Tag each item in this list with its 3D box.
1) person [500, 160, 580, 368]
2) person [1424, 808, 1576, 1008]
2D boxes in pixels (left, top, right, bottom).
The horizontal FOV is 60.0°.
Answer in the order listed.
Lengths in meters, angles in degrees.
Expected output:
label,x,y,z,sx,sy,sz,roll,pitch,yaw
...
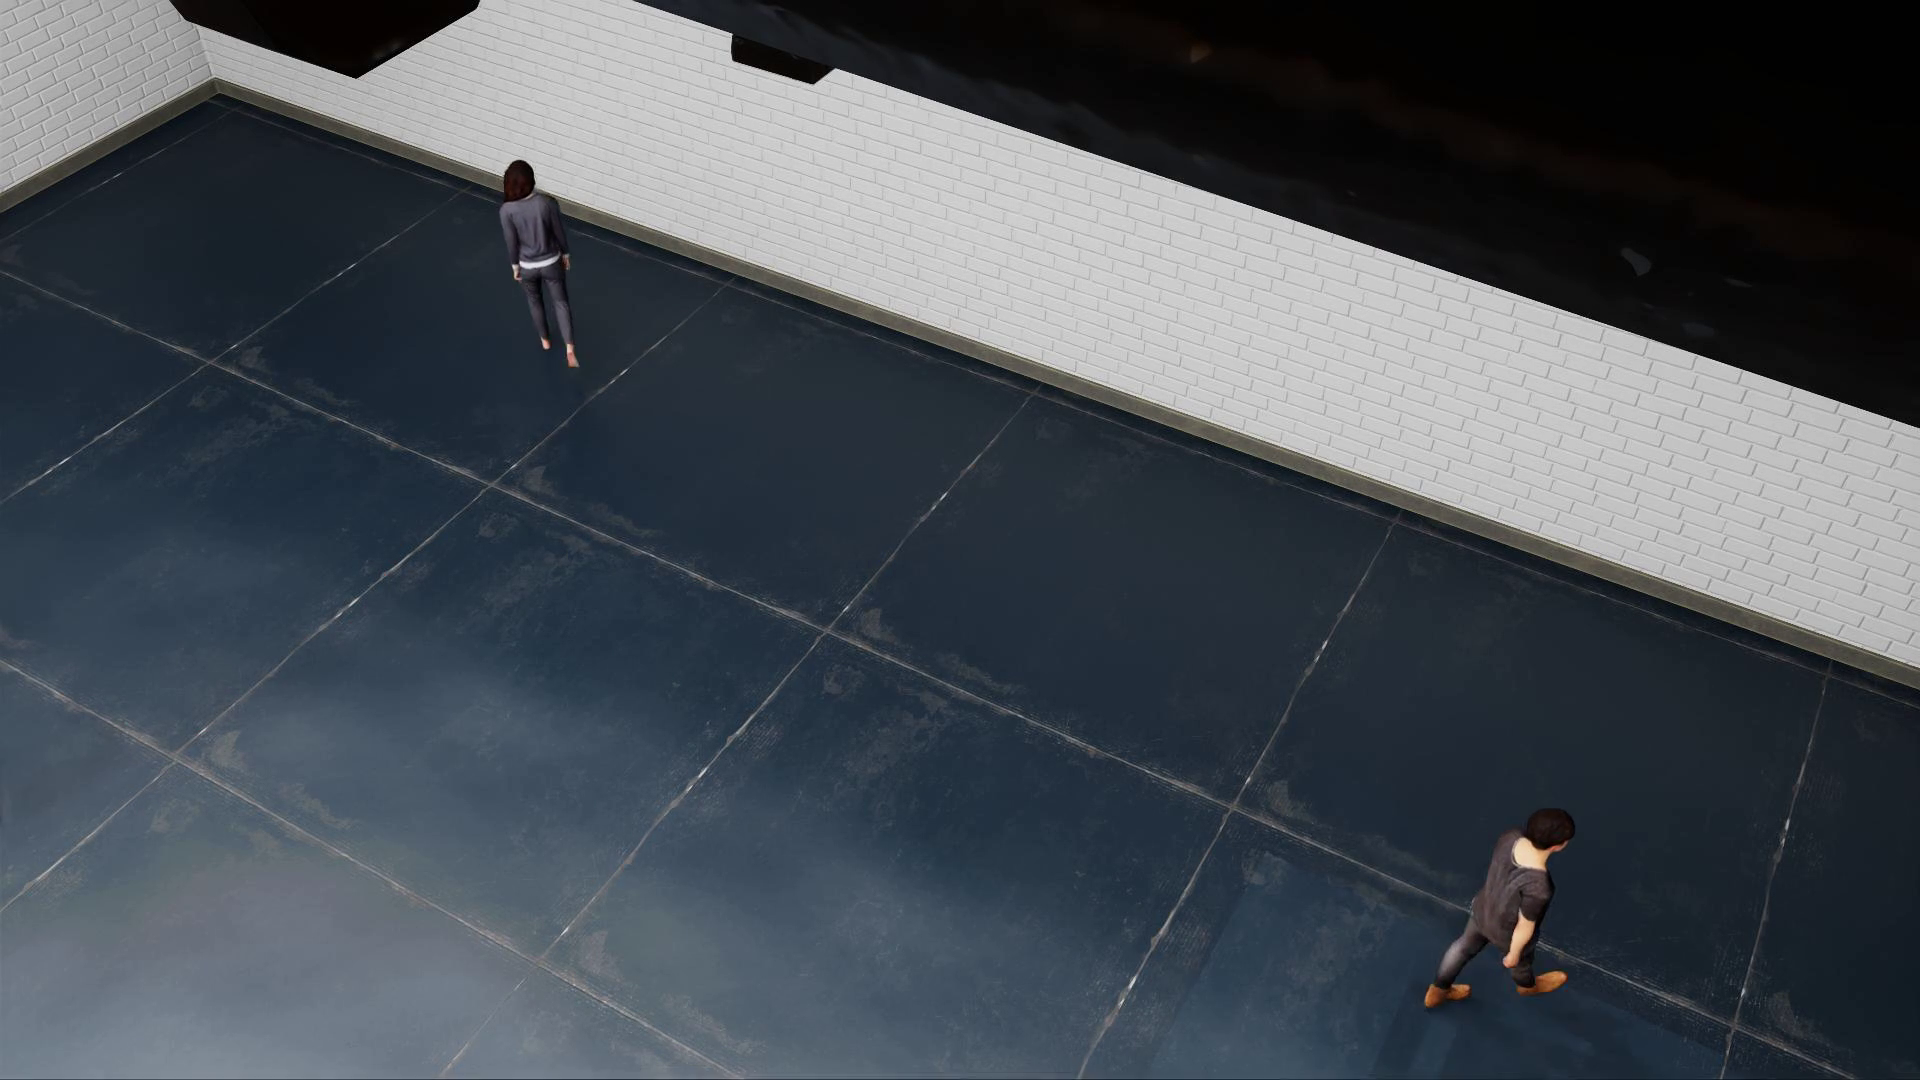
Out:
label,x,y,z,sx,sy,sz,roll,pitch,yaw
person,-3.264,-2.119,12.978,1.006,1.749,1.037,-14,45,-14
person,2.800,1.981,8.729,1.101,1.674,1.054,-10,45,-10
